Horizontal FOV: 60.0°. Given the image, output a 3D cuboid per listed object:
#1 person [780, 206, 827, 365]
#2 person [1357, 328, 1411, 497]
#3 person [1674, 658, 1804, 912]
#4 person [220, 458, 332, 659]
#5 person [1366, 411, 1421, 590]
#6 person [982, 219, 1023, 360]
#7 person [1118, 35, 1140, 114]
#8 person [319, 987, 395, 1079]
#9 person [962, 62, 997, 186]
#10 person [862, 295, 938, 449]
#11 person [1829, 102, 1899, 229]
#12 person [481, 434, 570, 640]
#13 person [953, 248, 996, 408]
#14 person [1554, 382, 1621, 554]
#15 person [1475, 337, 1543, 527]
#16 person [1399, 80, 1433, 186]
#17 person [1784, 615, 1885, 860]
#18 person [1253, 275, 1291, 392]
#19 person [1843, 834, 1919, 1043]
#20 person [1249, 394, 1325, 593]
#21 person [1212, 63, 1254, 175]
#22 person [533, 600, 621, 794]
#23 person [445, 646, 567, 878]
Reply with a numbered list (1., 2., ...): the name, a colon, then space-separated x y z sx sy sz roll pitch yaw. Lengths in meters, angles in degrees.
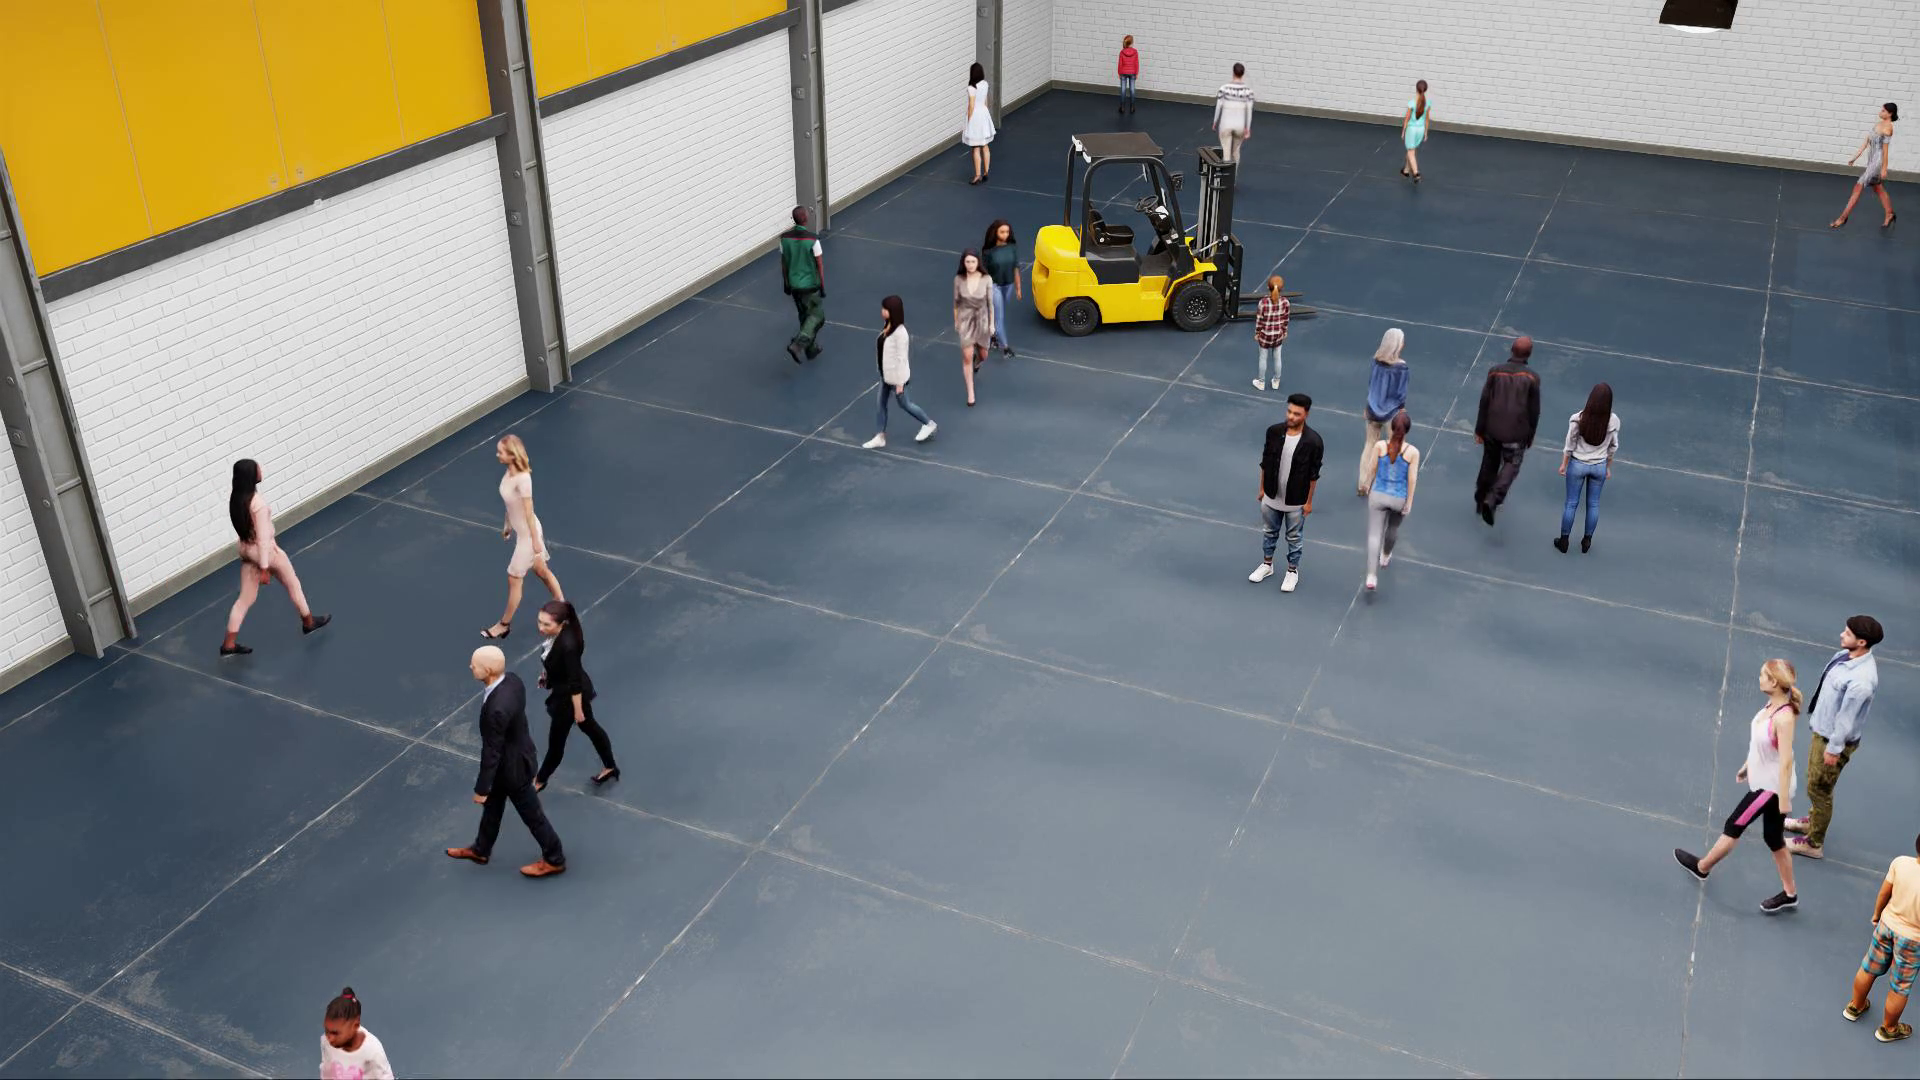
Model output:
1. person: -1.779 -2.831 18.711 0.720 1.827 0.966 14 32 24
2. person: 3.966 -1.170 15.821 0.751 1.679 0.727 -17 33 -28
3. person: 5.266 1.633 10.636 0.728 1.723 0.951 9 30 16
4. person: -5.686 0.190 13.331 0.805 1.675 1.236 20 34 32
5. person: 3.676 -0.301 14.346 0.679 1.564 1.135 8 30 14
6. person: 0.432 -2.920 19.130 1.044 1.582 1.075 -11 31 -20
7. person: 2.925 -8.093 28.893 0.581 1.314 0.598 1 29 2
8. person: -3.048 2.877 8.663 0.575 1.428 0.809 12 31 21
9. person: 0.273 -6.253 24.998 0.854 1.813 0.766 24 37 37
10. person: -0.589 -1.695 16.854 1.132 1.610 1.015 -14 32 -24
11. person: 12.733 -5.120 22.965 0.812 1.772 1.091 6 29 11
12. person: -3.444 -0.036 13.615 1.058 1.800 0.978 -12 31 -20
13. person: 0.155 -2.321 17.881 0.844 1.726 1.060 2 29 3
14. person: 5.628 -0.644 14.904 0.666 1.632 0.627 3 29 5
15. person: 5.024 -0.965 15.334 0.796 1.785 0.997 16 32 26
16. person: 6.873 -6.121 25.050 0.923 1.533 1.093 -4 29 -8
17. person: 5.869 1.311 11.137 0.735 1.809 0.499 11 30 19
18. person: 3.419 -2.275 18.237 0.616 1.305 0.651 -3 29 -5
19. person: 5.517 2.282 9.720 0.630 1.461 0.603 -16 33 -27
20. person: 2.833 -0.441 14.344 0.731 1.813 0.659 19 34 31
21. person: 4.051 -6.105 24.719 1.064 1.821 1.276 -2 29 -4
22. person: -2.647 1.109 11.698 1.082 1.625 1.064 -4 29 -7
23. person: -2.842 1.477 10.874 1.091 1.769 1.096 -5 29 -10
